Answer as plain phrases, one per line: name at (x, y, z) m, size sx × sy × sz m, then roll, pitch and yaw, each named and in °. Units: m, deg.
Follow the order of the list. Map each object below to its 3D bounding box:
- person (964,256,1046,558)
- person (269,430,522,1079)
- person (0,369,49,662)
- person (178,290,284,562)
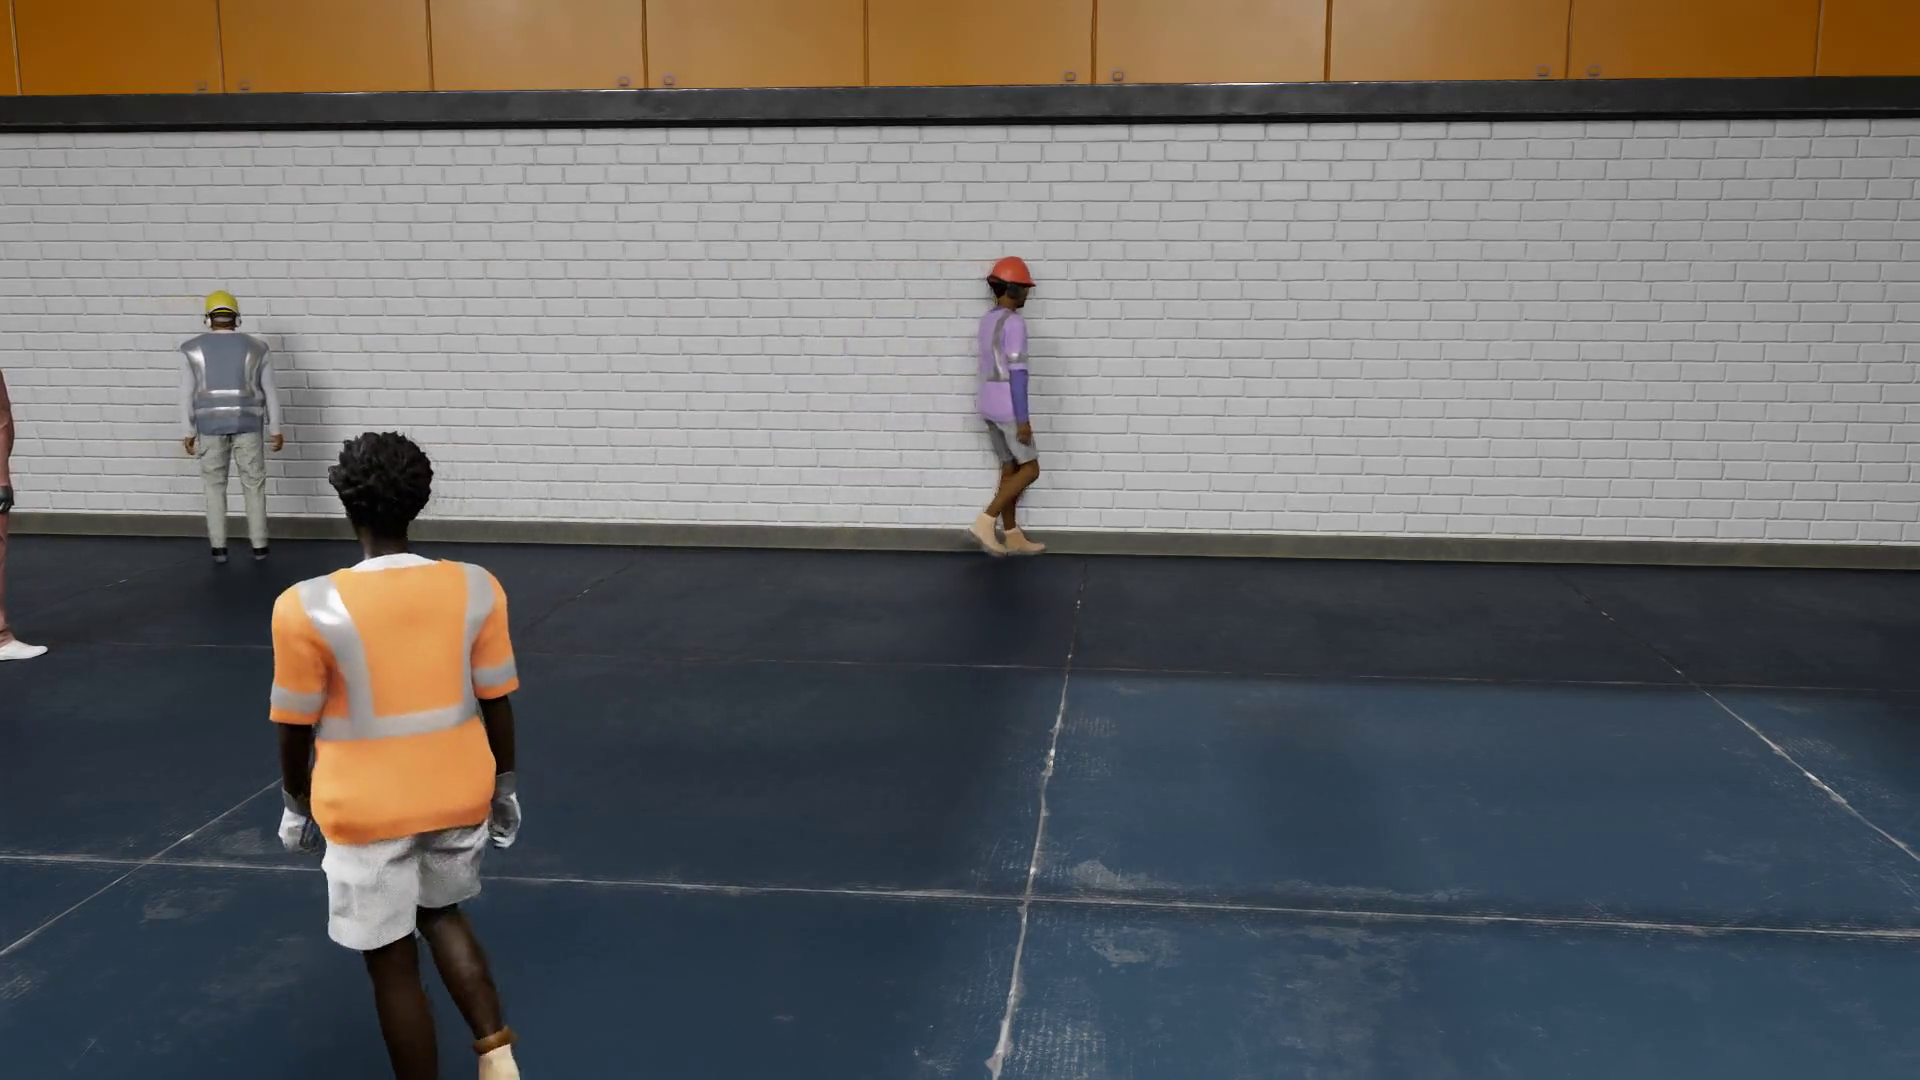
person at (0.328, -0.863, 11.080) m, size 0.575 × 2.030 × 0.660 m, roll -3°, pitch 10°, yaw -18°
person at (-1.261, 0.596, 3.741) m, size 0.383 × 1.679 × 0.532 m, roll 10°, pitch 14°, yaw 44°
person at (-4.984, -0.332, 8.407) m, size 0.643 × 1.905 × 0.399 m, roll 6°, pitch 11°, yaw 30°
person at (-4.889, -0.764, 11.170) m, size 0.623 × 1.810 × 0.444 m, roll -4°, pitch 11°, yaw -21°
